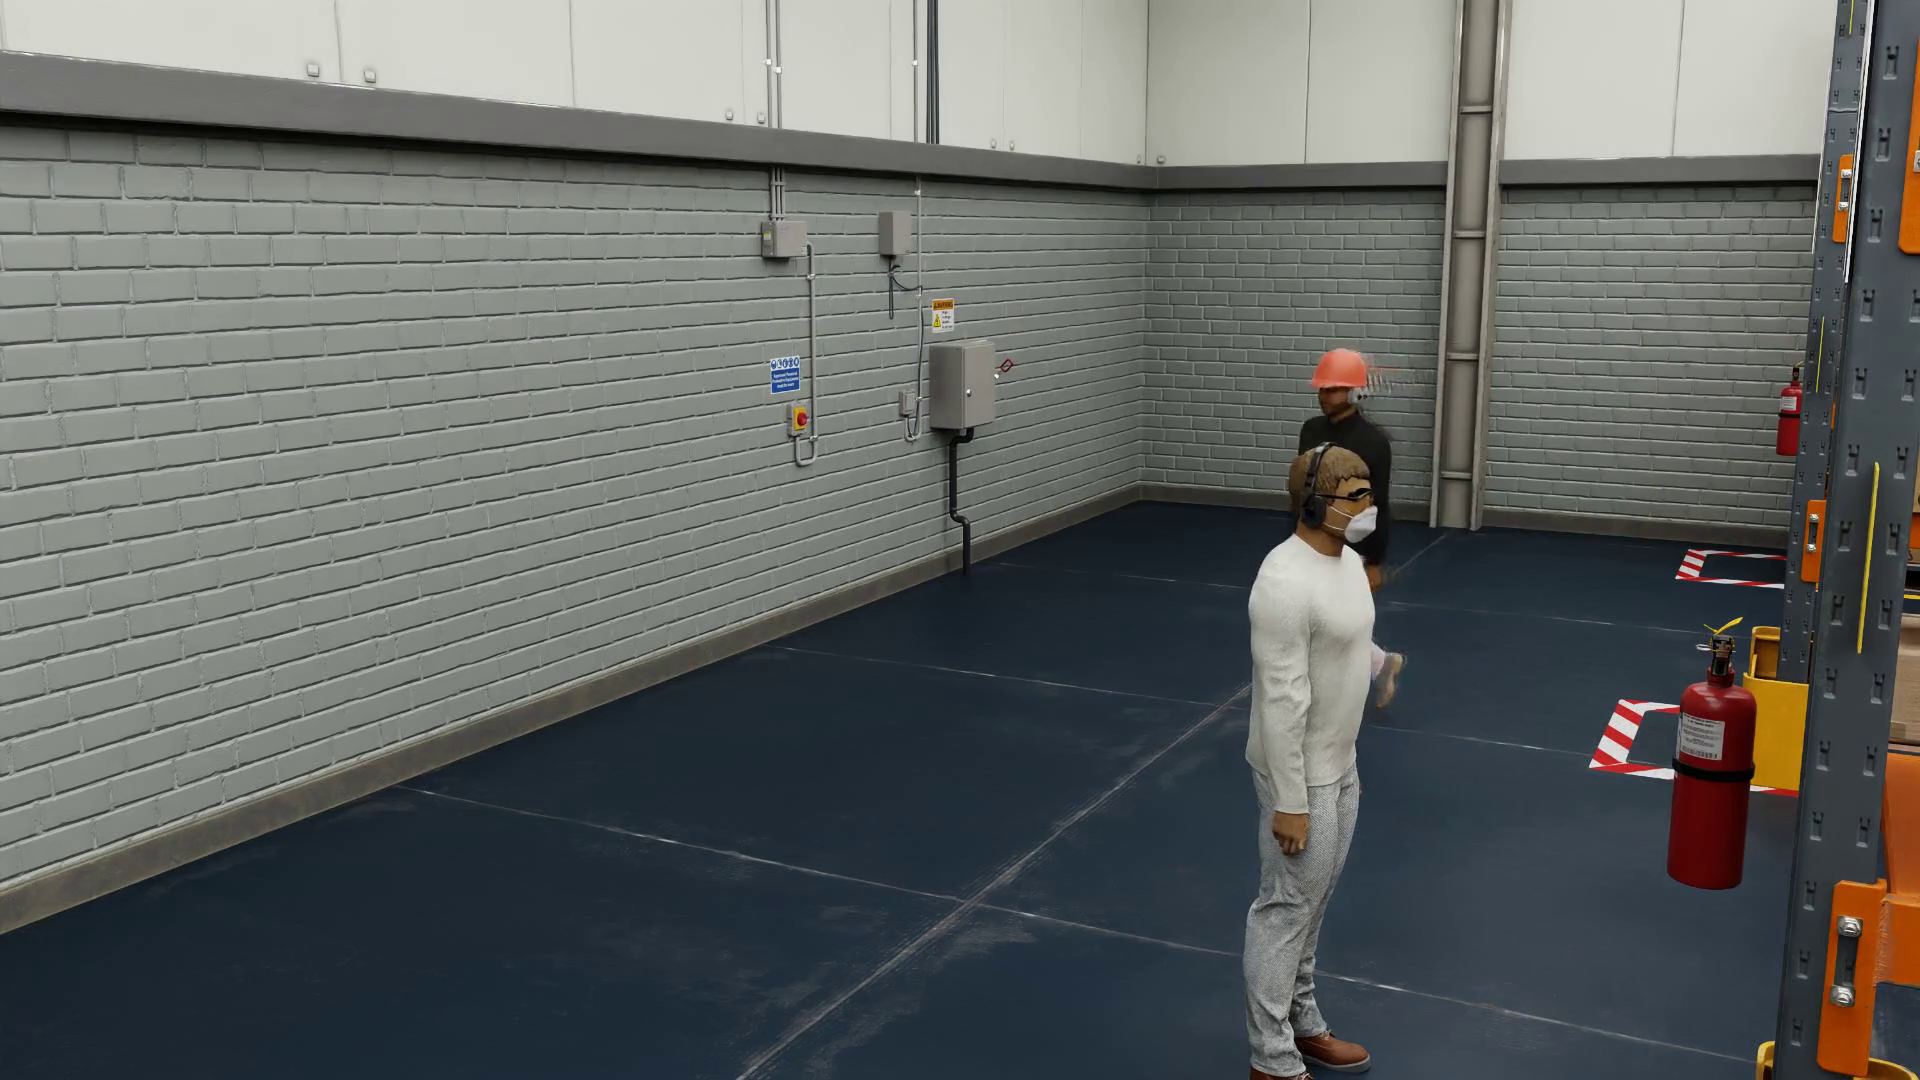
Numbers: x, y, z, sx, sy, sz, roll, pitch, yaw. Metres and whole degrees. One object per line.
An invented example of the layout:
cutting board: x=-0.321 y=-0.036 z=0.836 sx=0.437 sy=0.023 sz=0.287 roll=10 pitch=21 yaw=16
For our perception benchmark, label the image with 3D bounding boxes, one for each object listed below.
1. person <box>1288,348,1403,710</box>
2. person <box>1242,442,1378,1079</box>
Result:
person: x=1.935 y=0.020 z=8.328 sx=0.788 sy=1.972 sz=0.624 roll=-5 pitch=11 yaw=-23
person: x=1.025 y=0.678 z=4.826 sx=0.372 sy=1.940 sz=0.630 roll=5 pitch=12 yaw=27
